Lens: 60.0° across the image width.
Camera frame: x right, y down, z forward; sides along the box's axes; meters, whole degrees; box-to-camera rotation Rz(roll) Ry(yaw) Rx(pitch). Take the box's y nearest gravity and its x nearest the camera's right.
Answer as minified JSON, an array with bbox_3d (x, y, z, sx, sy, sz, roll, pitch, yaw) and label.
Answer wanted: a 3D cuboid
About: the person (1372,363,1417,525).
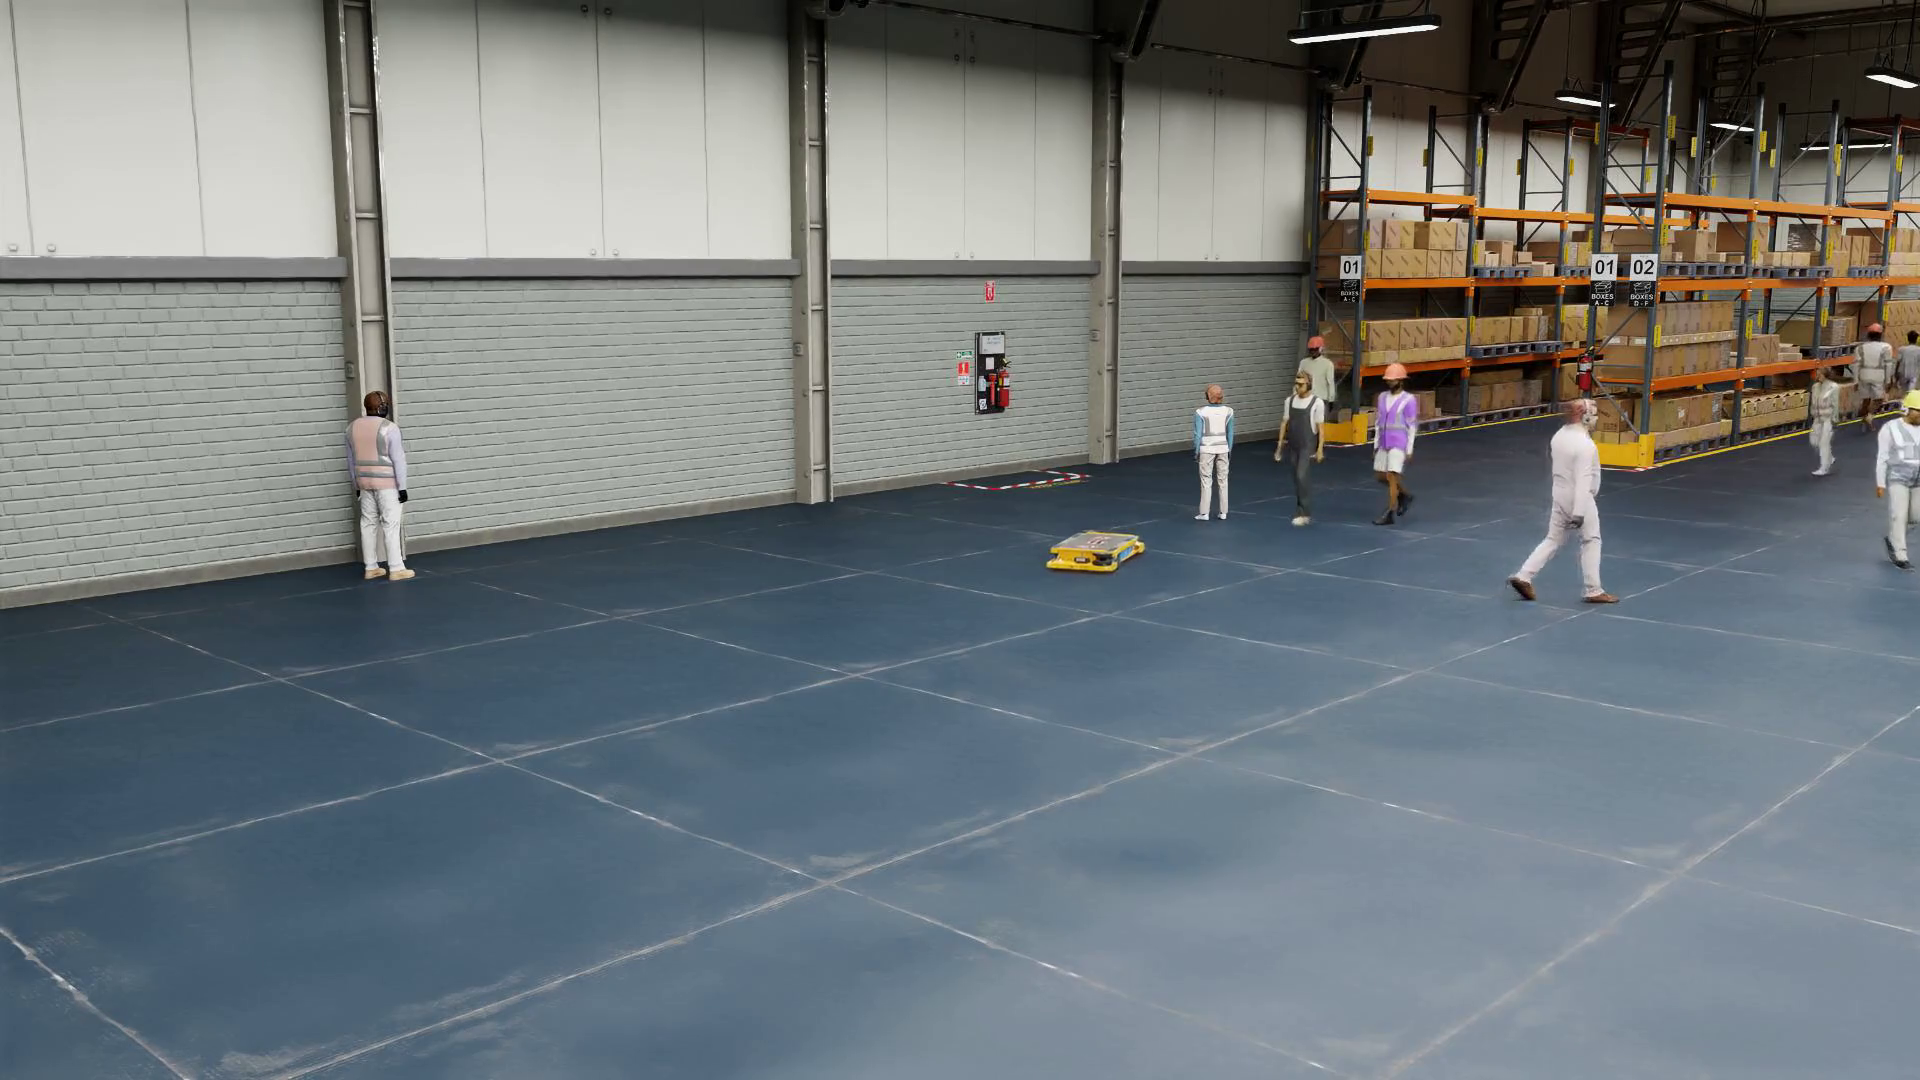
[{"bbox_3d":[5.152,-1.137,19.641,0.631,1.925,0.558,-6,11,-32],"label":"person"}]

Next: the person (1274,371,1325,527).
[{"bbox_3d":[3.961,-1.064,19.512,0.664,1.823,0.520,-8,13,-42],"label":"person"}]

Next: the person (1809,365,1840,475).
[{"bbox_3d":[12.660,-1.754,24.306,0.432,1.618,0.556,-2,10,-14],"label":"person"}]

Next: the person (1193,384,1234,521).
[{"bbox_3d":[3.032,-1.038,19.899,0.514,1.641,0.307,-3,10,-16],"label":"person"}]

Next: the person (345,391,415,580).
[{"bbox_3d":[-5.625,-0.526,16.167,0.629,1.843,0.429,3,10,19],"label":"person"}]

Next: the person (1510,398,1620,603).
[{"bbox_3d":[5.482,-0.347,14.994,0.907,1.878,0.646,-1,9,-7],"label":"person"}]

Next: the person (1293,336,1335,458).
[{"bbox_3d":[5.515,-2.221,26.179,1.017,1.941,0.621,-8,12,-40],"label":"person"}]

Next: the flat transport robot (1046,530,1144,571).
[{"bbox_3d":[1.408,0.103,17.104,0.652,0.197,1.431,3,10,20],"label":"flat transport robot"}]

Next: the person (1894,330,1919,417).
[{"bbox_3d":[18.409,-3.149,32.232,0.529,1.837,0.973,7,12,37],"label":"person"}]

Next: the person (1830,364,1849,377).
[{"bbox_3d":[19.624,-4.031,37.295,0.588,1.920,0.398,8,12,40],"label":"person"}]

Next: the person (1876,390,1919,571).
[{"bbox_3d":[9.544,-0.616,16.810,0.614,1.811,0.613,0,9,-3],"label":"person"}]

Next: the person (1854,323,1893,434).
[{"bbox_3d":[16.583,-2.928,30.237,0.638,2.026,0.515,9,13,42],"label":"person"}]
